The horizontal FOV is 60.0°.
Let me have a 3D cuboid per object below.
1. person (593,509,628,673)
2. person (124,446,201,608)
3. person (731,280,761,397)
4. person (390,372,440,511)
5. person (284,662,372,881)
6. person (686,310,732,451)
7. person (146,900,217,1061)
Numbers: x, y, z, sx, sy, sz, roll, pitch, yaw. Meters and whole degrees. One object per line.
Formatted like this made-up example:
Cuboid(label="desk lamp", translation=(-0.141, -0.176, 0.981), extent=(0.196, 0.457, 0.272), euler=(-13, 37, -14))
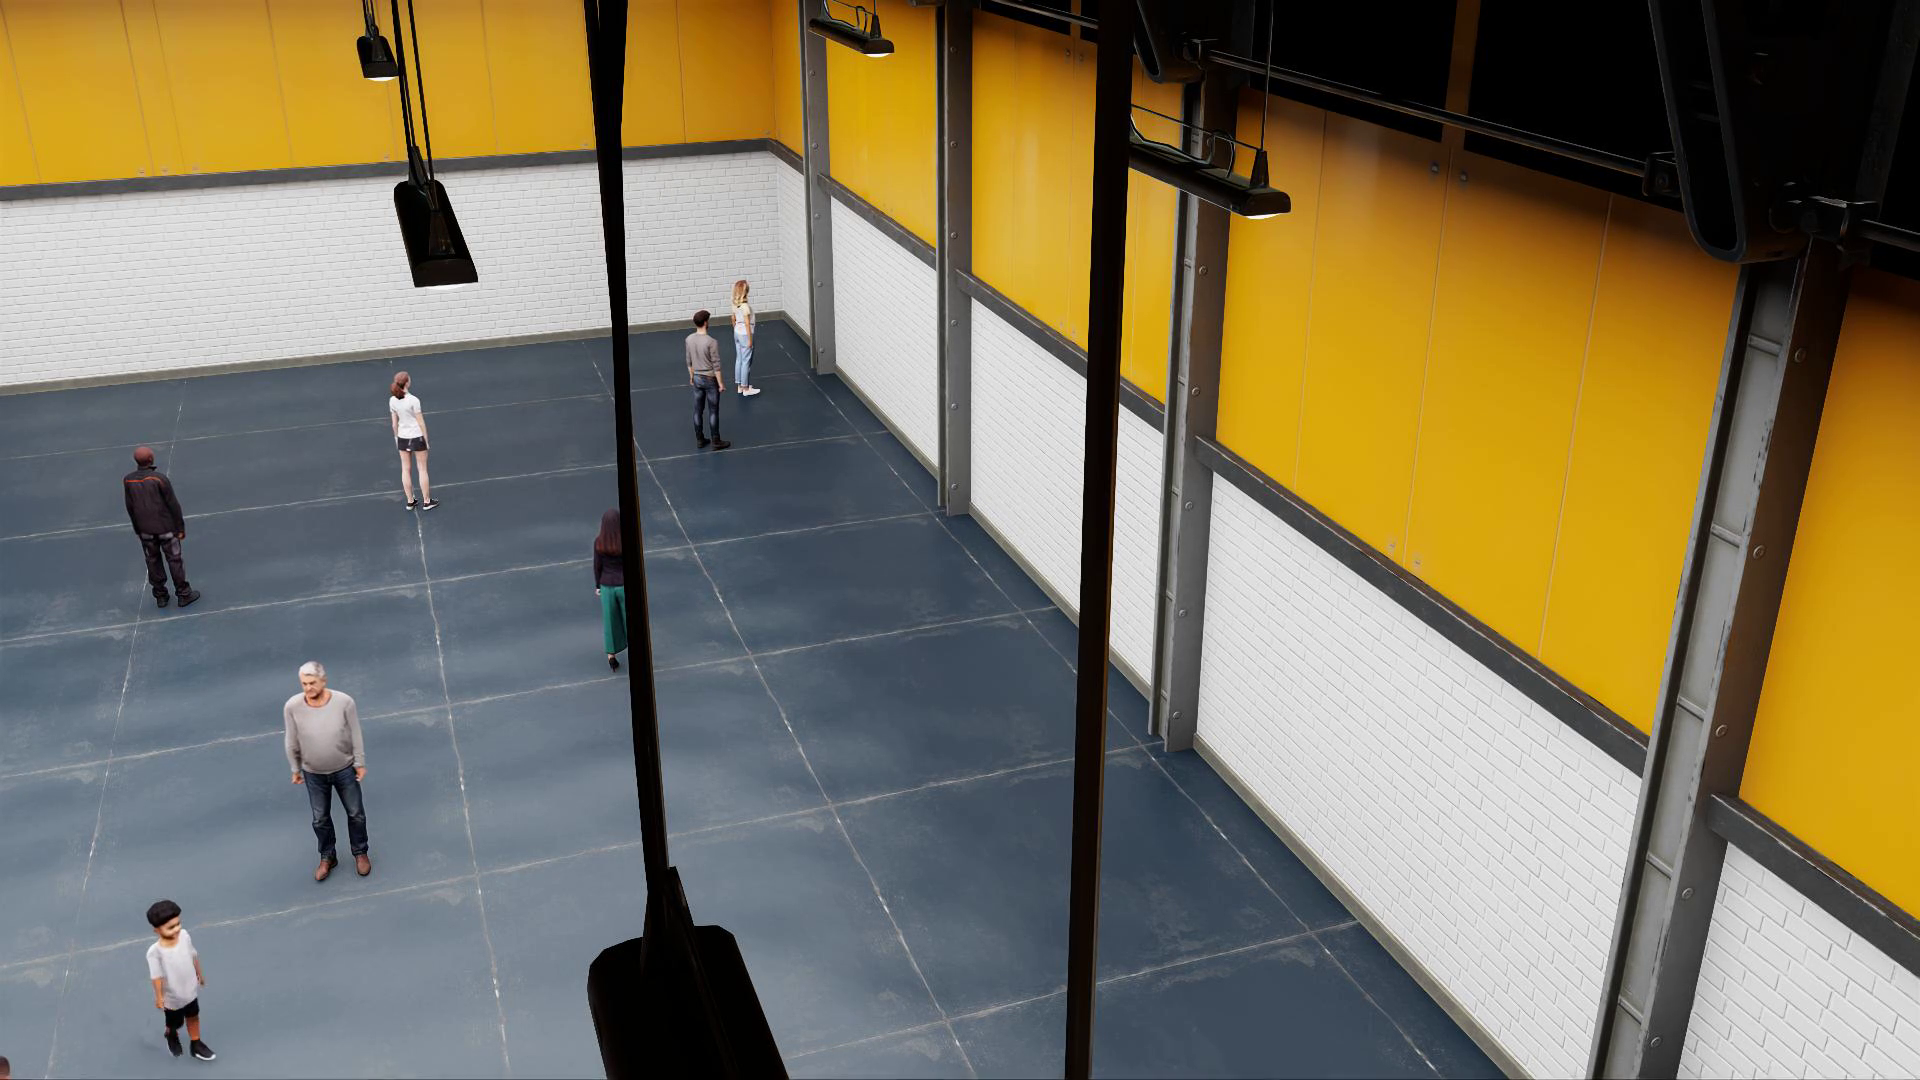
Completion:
Cuboid(label="person", translation=(-3.391, 0.500, 16.517), extent=(0.705, 1.739, 0.687), euler=(3, 24, 6))
Cuboid(label="person", translation=(-8.640, -0.150, 17.896), extent=(0.774, 1.825, 0.718), euler=(-1, 24, -3))
Cuboid(label="person", translation=(-3.192, -2.994, 24.531), extent=(0.740, 1.722, 0.562), euler=(-15, 28, -31))
Cuboid(label="person", translation=(-6.745, -1.220, 20.435), extent=(0.659, 1.752, 0.688), euler=(3, 24, 6))
Cuboid(label="person", translation=(-5.047, 1.811, 13.304), extent=(0.763, 1.910, 0.661), euler=(-5, 24, -11))
Cuboid(label="person", translation=(-3.426, -2.148, 22.369), extent=(0.760, 1.904, 0.826), euler=(11, 26, 24))
Cuboid(label="person", translation=(-5.392, 3.009, 11.383), extent=(0.726, 1.253, 0.659), euler=(14, 27, 29))
